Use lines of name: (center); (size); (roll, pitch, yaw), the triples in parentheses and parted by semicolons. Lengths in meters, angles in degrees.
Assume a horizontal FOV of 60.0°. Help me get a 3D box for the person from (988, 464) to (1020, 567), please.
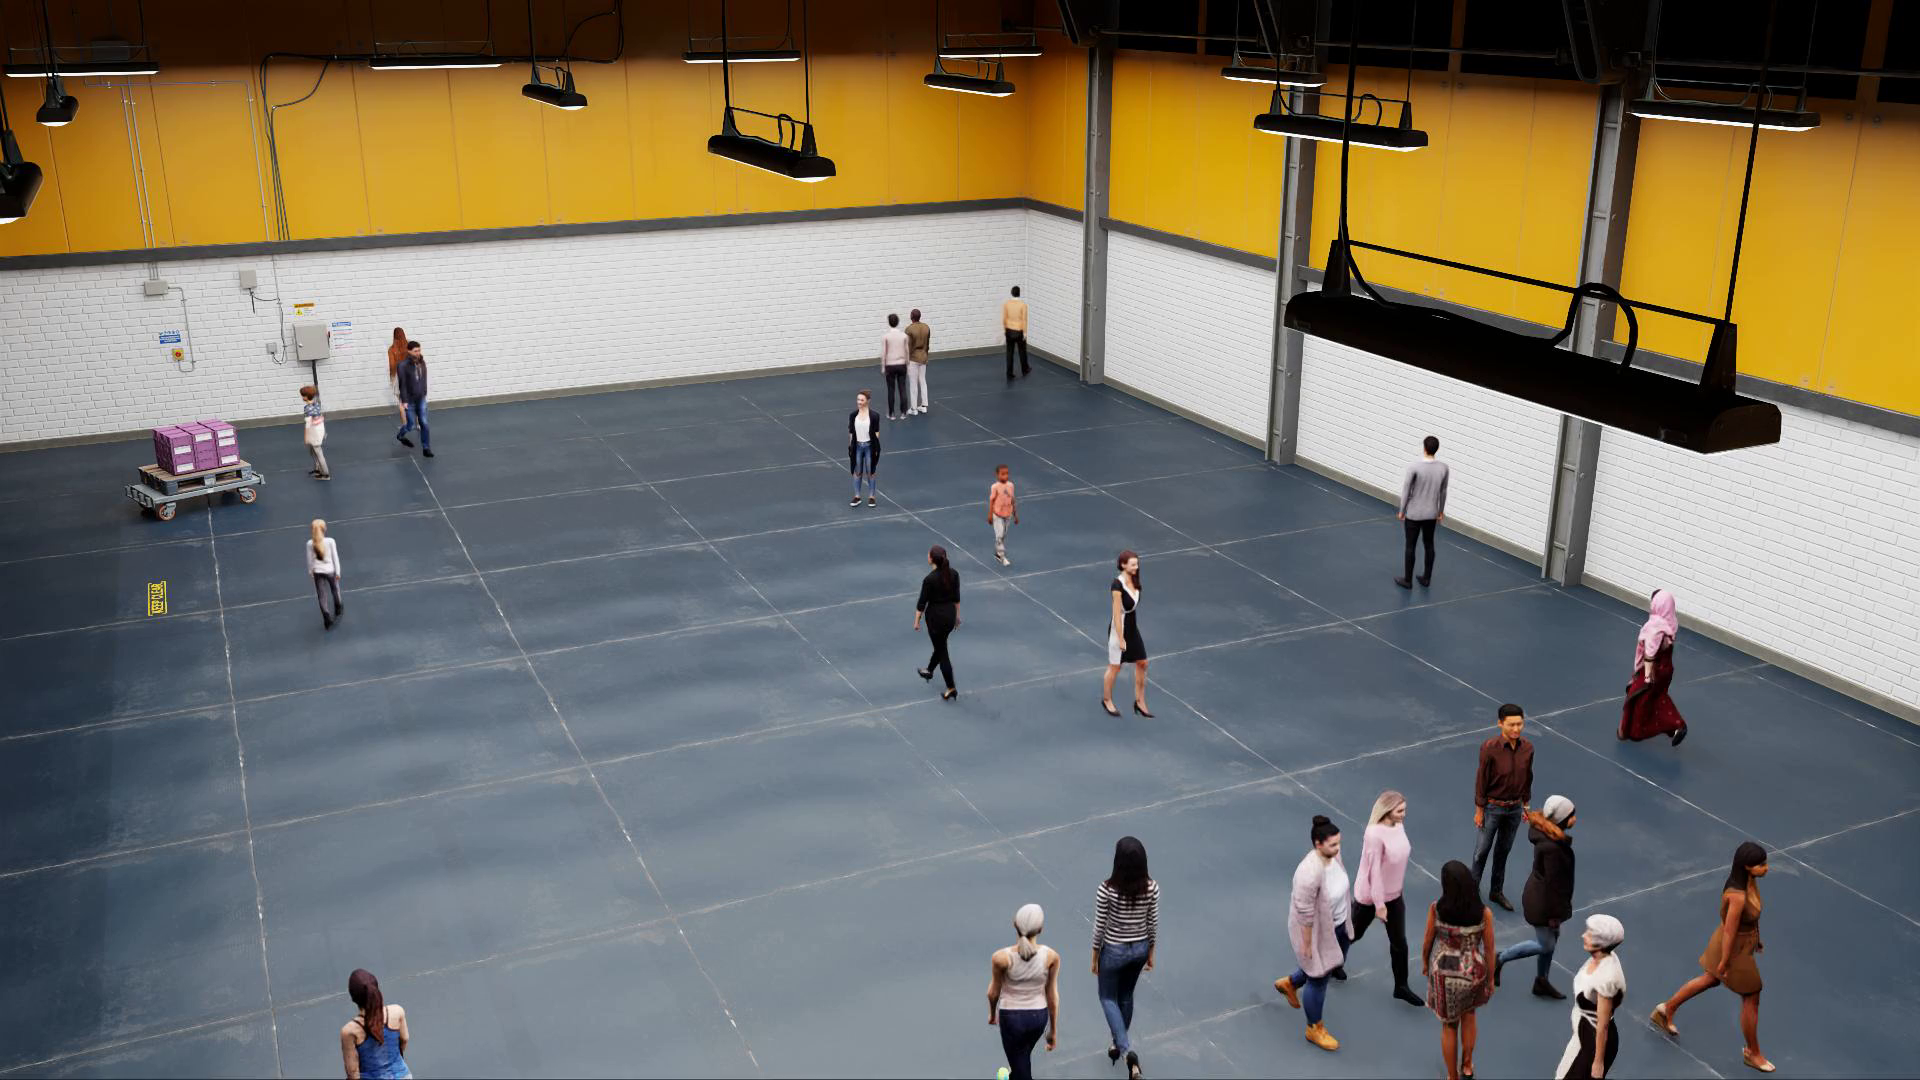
person: (0.507, -0.351, 21.331); (0.502, 1.294, 0.716); (-9, 20, -24)

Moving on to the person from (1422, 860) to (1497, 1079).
person: (3.302, 2.942, 11.047); (0.807, 1.617, 0.864); (6, 19, 17)

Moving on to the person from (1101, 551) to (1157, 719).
person: (1.568, 0.943, 16.730); (0.935, 1.779, 0.827); (13, 23, 34)

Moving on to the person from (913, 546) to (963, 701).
person: (-0.144, 0.891, 17.115); (0.790, 1.631, 1.040); (-15, 24, -38)

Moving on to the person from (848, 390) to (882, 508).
person: (-1.347, -1.310, 23.569); (0.722, 1.683, 0.750); (3, 19, 9)

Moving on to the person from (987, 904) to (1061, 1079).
person: (0.415, 3.140, 10.414); (0.746, 1.645, 1.221); (-4, 19, -13)

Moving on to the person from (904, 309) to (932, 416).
person: (-0.742, -3.077, 28.594); (0.788, 1.825, 0.691); (-16, 24, -39)

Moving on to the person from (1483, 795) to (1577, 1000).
person: (4.177, 2.599, 12.057); (0.970, 1.623, 0.899); (7, 20, 21)

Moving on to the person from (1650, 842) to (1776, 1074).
person: (5.210, 2.805, 11.399); (1.122, 1.652, 0.960); (11, 21, 29)

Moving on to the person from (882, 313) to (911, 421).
person: (-1.099, -2.944, 28.226); (0.675, 1.808, 0.610); (-4, 19, -13)

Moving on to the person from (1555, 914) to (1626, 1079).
person: (4.014, 3.136, 10.285); (0.965, 1.734, 0.918); (7, 20, 20)

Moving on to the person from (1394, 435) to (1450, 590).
person: (5.647, -0.338, 20.308); (0.796, 1.923, 0.710); (-4, 19, -13)

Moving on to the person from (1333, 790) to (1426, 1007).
person: (2.961, 2.561, 12.124); (0.777, 1.651, 1.148); (-17, 25, -40)

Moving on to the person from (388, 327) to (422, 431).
person: (-9.210, -2.672, 27.556); (0.662, 1.720, 0.616); (-13, 22, -33)

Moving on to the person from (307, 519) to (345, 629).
person: (-7.326, 0.405, 19.144); (0.616, 1.258, 0.854); (-4, 19, -12)

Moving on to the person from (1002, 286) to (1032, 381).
person: (1.002, -3.837, 31.002); (1.052, 1.729, 1.089); (8, 20, 23)

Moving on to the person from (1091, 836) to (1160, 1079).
person: (1.113, 2.845, 11.086); (0.731, 1.775, 0.969); (-3, 19, -10)

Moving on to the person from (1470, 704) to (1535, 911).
person: (4.294, 2.118, 13.235); (0.688, 1.782, 0.599); (-4, 19, -12)

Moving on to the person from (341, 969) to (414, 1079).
person: (-3.414, 3.344, 9.936); (0.692, 1.564, 1.092); (-13, 22, -33)

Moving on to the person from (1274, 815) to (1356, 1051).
person: (2.466, 2.680, 11.638); (0.989, 1.735, 0.915); (14, 23, 35)

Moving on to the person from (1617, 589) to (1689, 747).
person: (6.774, 1.256, 16.044); (0.808, 1.623, 0.977); (-15, 24, -37)

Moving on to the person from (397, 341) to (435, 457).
person: (-8.560, -2.200, 25.946); (1.124, 1.853, 0.939); (12, 22, 33)

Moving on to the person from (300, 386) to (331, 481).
person: (-9.558, -1.594, 24.809); (0.740, 1.430, 0.684); (2, 19, 6)
